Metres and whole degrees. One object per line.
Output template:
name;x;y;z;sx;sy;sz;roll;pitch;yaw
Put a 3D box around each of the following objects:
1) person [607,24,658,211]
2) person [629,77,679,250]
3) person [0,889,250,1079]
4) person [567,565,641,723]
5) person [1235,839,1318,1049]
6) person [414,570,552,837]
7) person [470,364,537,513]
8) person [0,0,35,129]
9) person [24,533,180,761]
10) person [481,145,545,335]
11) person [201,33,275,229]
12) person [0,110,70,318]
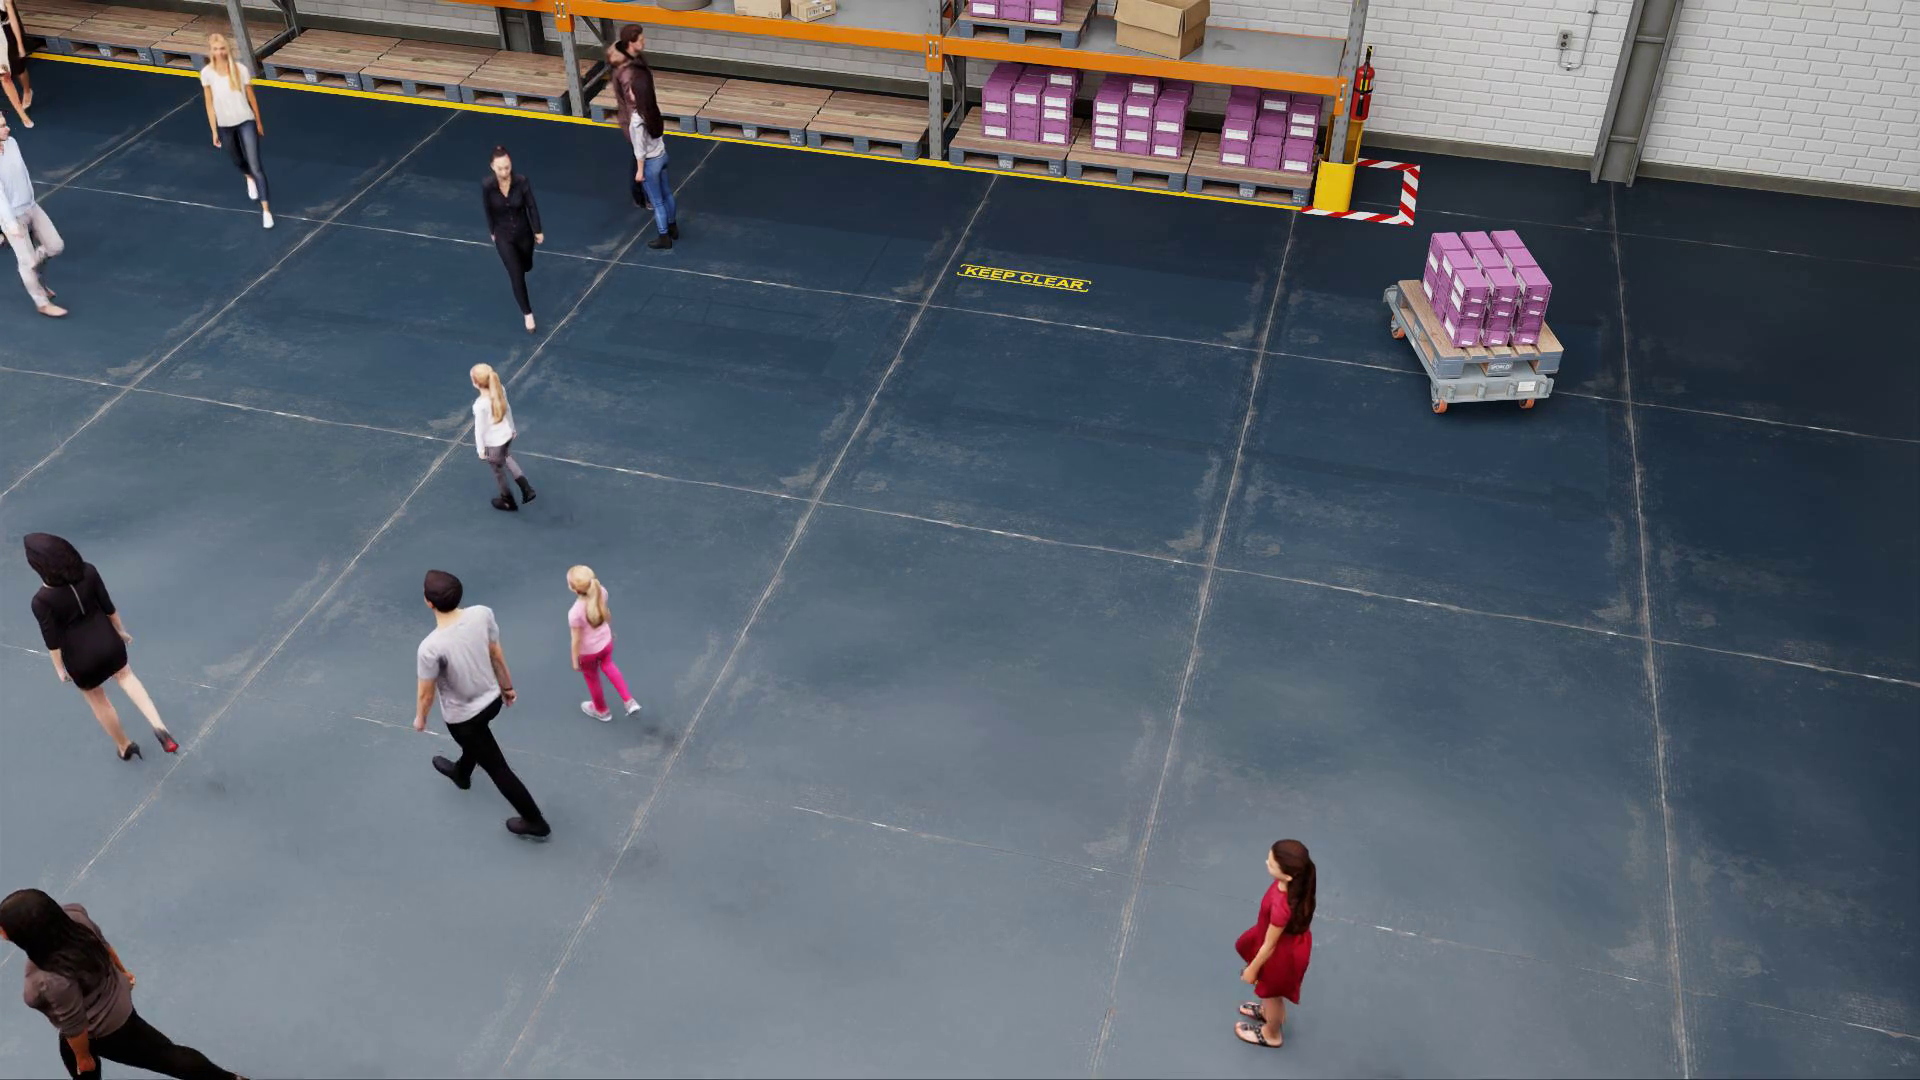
person;-3.070;-3.963;15.692;0.835;1.833;0.864;-5;39;-6
person;-2.799;-3.450;15.212;0.499;1.632;0.597;11;40;13
person;-3.966;2.266;7.932;1.258;1.785;1.091;-12;40;-15
person;-2.232;0.665;10.353;0.749;1.265;0.618;22;44;25
person;1.677;2.066;8.375;0.669;1.545;0.616;17;42;20
person;-2.709;1.008;9.486;1.270;1.811;0.890;18;42;21
person;-3.310;-0.720;12.080;0.646;1.273;0.551;17;41;20
person;-9.991;-5.181;17.334;1.136;1.687;1.118;-9;39;-11
person;-5.085;0.708;9.876;0.862;1.794;0.736;21;43;24
person;-3.804;-2.592;14.107;1.061;1.670;1.031;-12;40;-15
person;-6.810;-3.902;15.664;1.179;1.773;1.066;-9;40;-11
person;-8.112;-2.781;14.180;0.726;1.873;0.678;10;40;12
